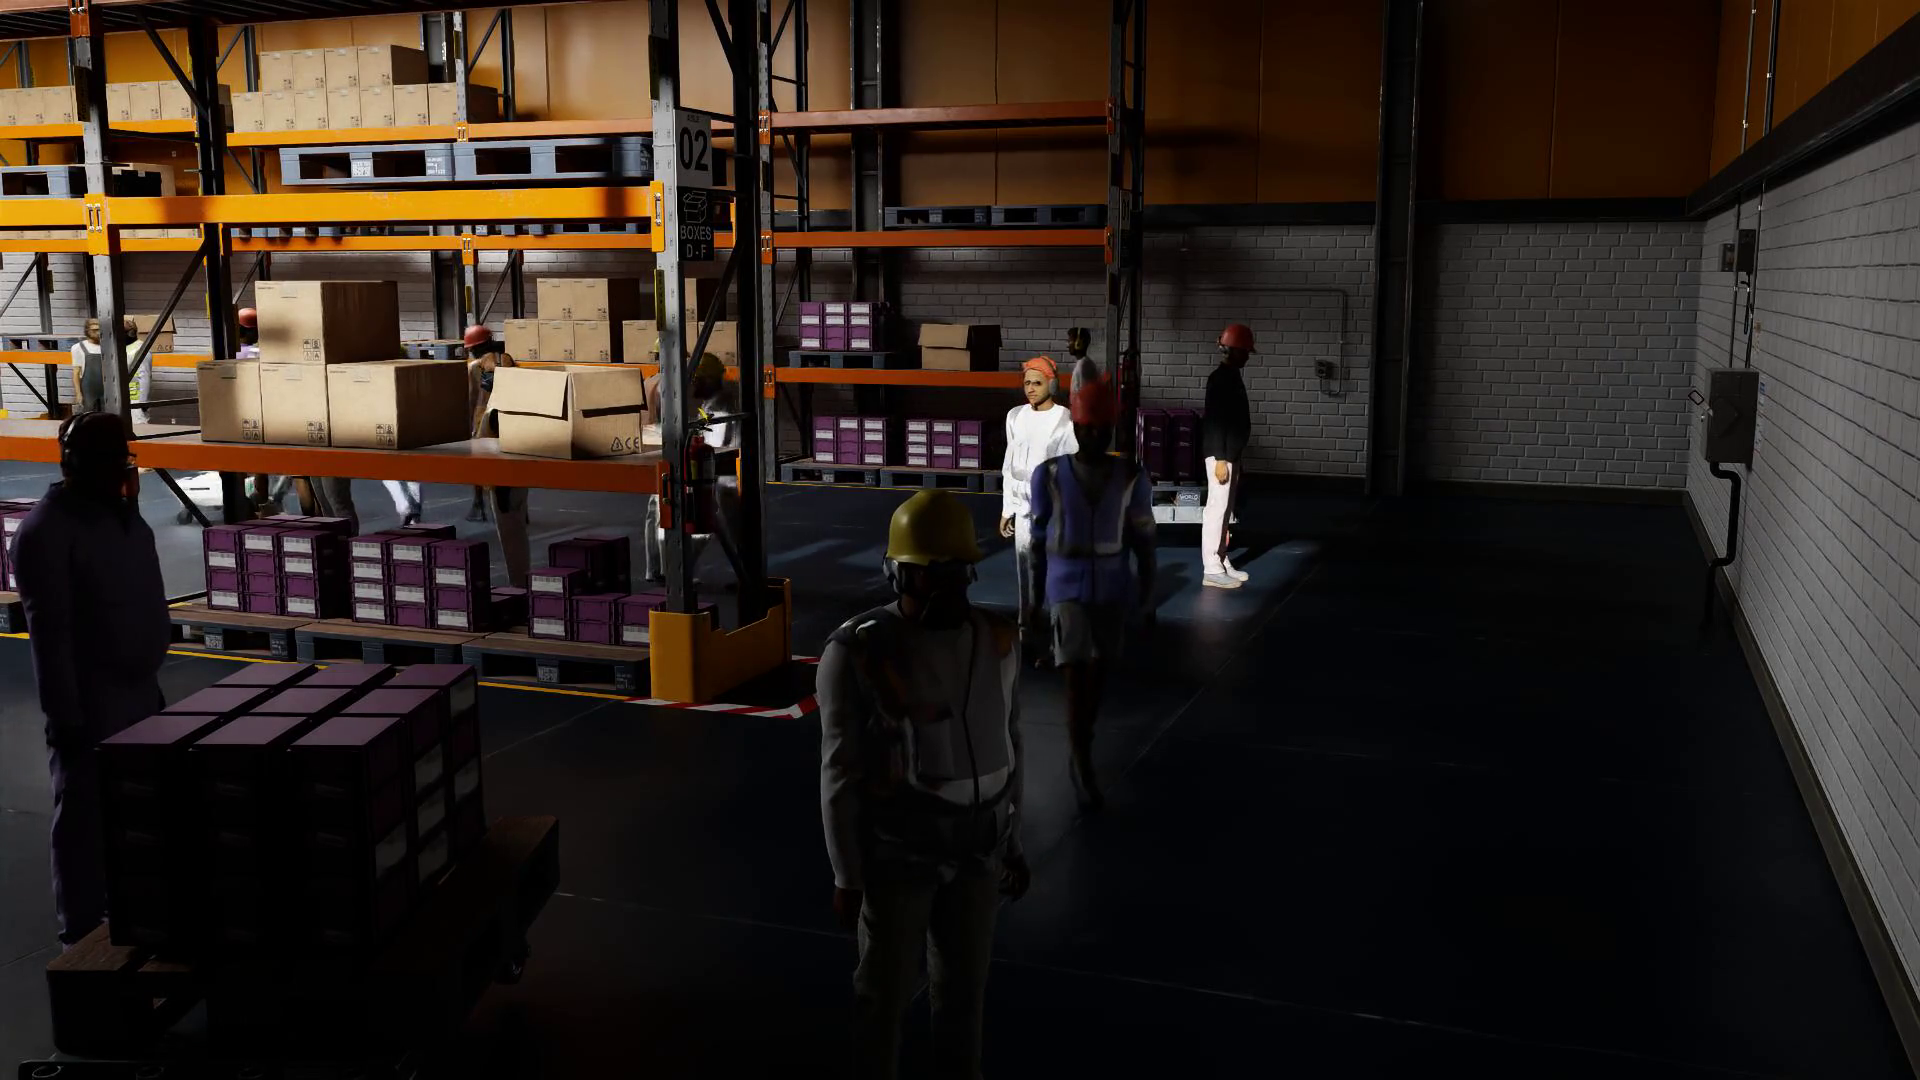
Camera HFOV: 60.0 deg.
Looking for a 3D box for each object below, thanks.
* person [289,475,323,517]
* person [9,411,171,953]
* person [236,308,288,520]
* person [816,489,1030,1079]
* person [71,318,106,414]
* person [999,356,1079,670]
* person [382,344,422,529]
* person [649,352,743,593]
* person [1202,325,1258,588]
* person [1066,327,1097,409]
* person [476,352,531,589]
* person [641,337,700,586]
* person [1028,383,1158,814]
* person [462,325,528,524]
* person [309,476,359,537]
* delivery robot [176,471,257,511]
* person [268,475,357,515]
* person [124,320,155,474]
[{"bbox_3d":[-5.716,-0.883,14.336,0.373,1.933,0.551,0,9,0],"label":"person"},{"bbox_3d":[-2.884,0.515,5.653,0.400,1.905,0.645,0,9,0],"label":"person"},{"bbox_3d":[-6.742,-1.176,15.833,0.605,2.045,0.388,4,10,22],"label":"person"},{"bbox_3d":[-0.068,0.779,4.219,0.591,1.833,0.403,-6,11,-33],"label":"person"},{"bbox_3d":[-10.576,-1.796,20.383,0.365,1.834,0.517,7,11,36],"label":"person"},{"bbox_3d":[0.494,-0.164,10.008,0.580,1.878,0.348,8,12,42],"label":"person"},{"bbox_3d":[-5.067,-0.921,15.152,0.549,1.748,0.480,-9,13,-44],"label":"person"},{"bbox_3d":[-1.877,-0.475,12.210,0.887,1.789,0.603,-2,9,-14],"label":"person"},{"bbox_3d":[2.044,-0.639,12.646,0.400,1.984,0.610,4,10,23],"label":"person"},{"bbox_3d":[1.155,-1.161,16.330,0.372,1.855,0.536,2,9,11],"label":"person"},{"bbox_3d":[-3.160,-0.388,11.566,0.430,1.835,0.619,-1,9,-9],"label":"person"},{"bbox_3d":[-2.220,-0.613,12.668,0.381,1.923,0.591,-6,11,-31],"label":"person"},{"bbox_3d":[0.600,0.241,7.436,0.561,1.876,1.007,-1,9,-3],"label":"person"},{"bbox_3d":[-4.458,-1.081,15.763,0.562,1.889,0.690,-8,12,-40],"label":"person"},{"bbox_3d":[-4.919,-0.666,12.956,0.359,1.938,0.635,-8,12,-42],"label":"person"},{"bbox_3d":[-7.072,-0.482,15.844,0.707,0.478,0.477,-2,9,-11],"label":"delivery robot"},{"bbox_3d":[-6.393,-1.060,16.217,0.867,1.700,0.495,2,9,13],"label":"person"},{"bbox_3d":[-9.837,-1.697,19.782,0.624,1.837,0.428,7,12,38],"label":"person"}]
